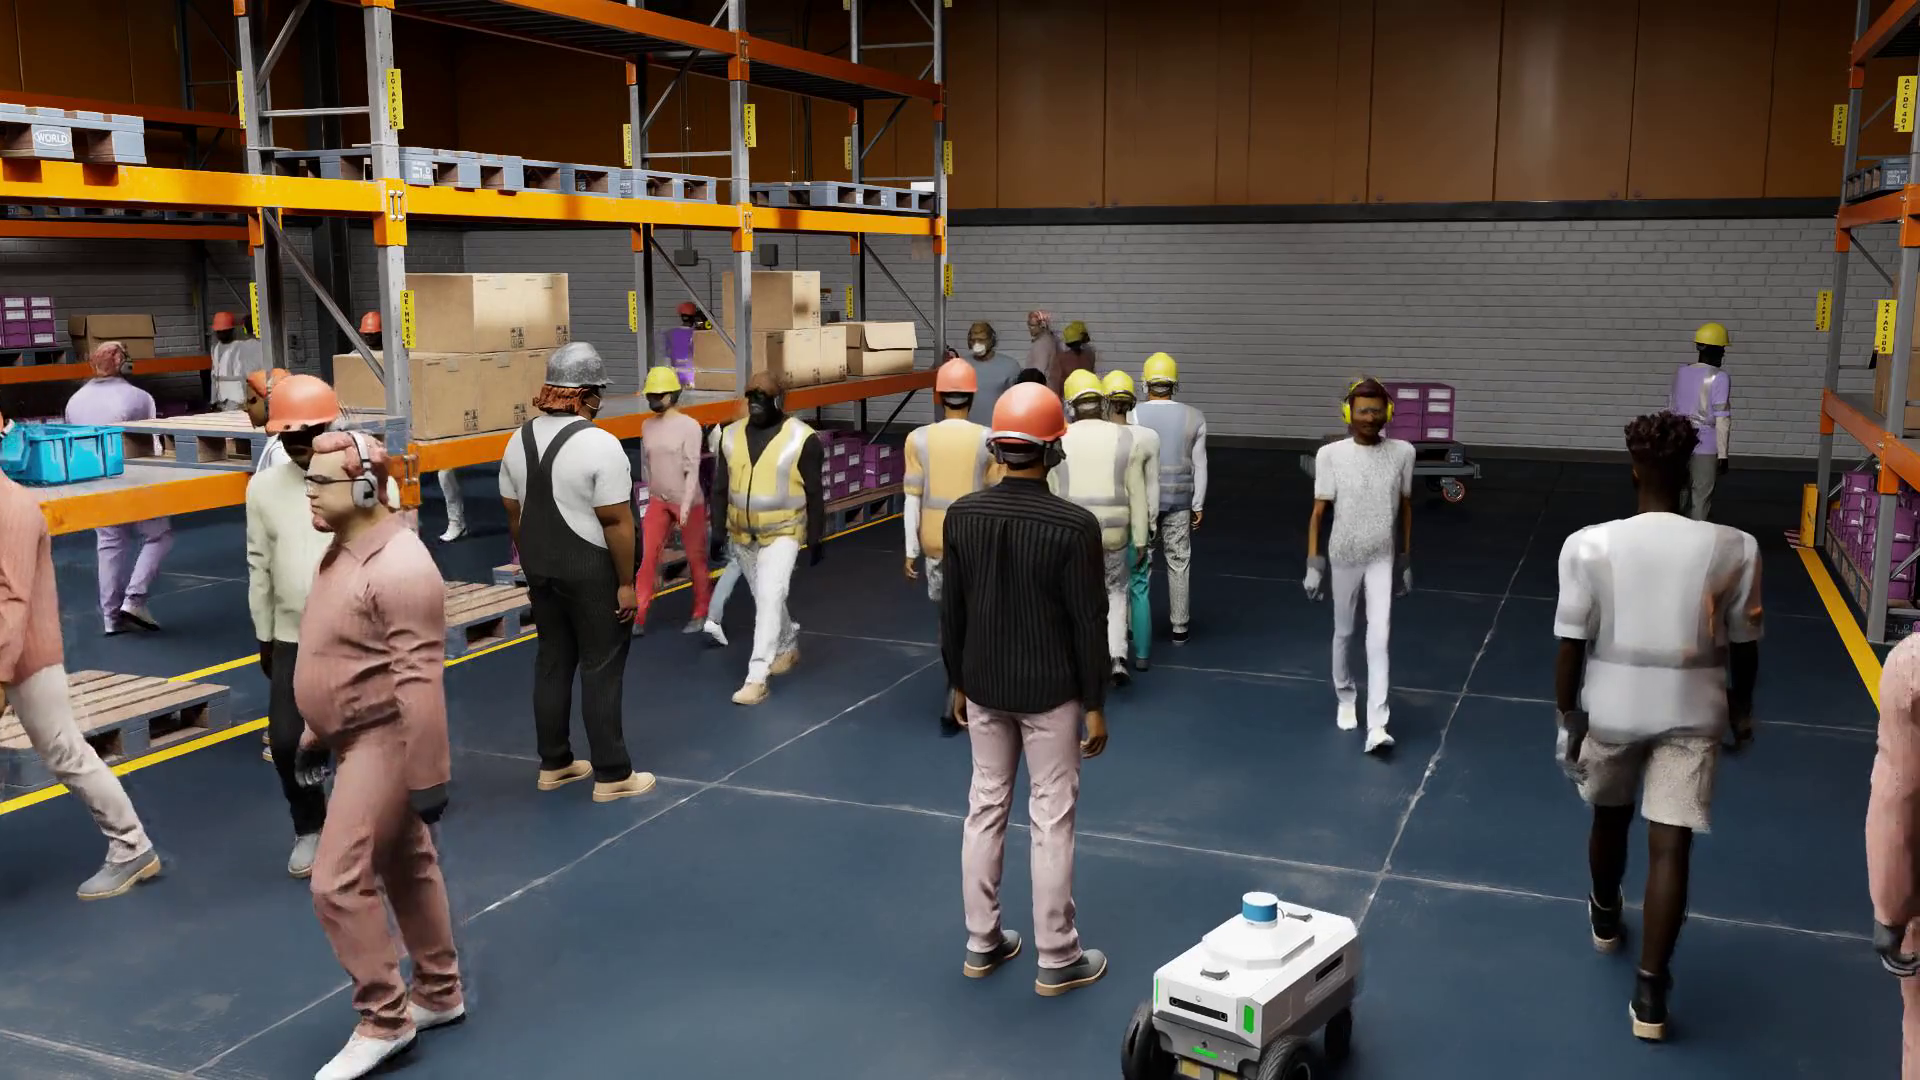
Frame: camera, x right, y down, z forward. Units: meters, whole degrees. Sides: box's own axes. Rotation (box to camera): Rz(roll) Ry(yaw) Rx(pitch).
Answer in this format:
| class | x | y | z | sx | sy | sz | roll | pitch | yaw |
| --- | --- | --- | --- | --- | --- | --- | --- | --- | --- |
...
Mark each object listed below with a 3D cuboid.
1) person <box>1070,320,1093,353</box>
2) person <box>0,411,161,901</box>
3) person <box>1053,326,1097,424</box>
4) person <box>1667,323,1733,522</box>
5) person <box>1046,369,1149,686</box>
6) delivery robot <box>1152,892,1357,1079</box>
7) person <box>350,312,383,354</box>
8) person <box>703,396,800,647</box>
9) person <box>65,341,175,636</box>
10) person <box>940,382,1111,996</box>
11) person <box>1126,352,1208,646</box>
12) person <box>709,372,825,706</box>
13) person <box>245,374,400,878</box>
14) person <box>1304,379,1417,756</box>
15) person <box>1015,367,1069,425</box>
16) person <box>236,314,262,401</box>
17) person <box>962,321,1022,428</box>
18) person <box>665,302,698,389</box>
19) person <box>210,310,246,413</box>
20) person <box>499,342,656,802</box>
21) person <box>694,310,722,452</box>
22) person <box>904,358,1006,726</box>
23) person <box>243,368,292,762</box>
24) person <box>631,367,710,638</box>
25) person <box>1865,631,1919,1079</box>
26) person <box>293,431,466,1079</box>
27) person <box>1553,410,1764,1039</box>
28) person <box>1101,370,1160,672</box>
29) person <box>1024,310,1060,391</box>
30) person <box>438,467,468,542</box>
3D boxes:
| class | x | y | z | sx | sy | sz | roll | pitch | yaw |
| --- | --- | --- | --- | --- | --- | --- | --- | --- | --- |
| person | 1.530 | -1.832 | 20.352 | 0.853 | 1.707 | 0.491 | 6 | 11 | 33 |
| person | -3.429 | 0.428 | 5.966 | 0.621 | 1.949 | 1.021 | 7 | 11 | 35 |
| person | 1.259 | -1.529 | 18.522 | 0.583 | 1.700 | 0.773 | -6 | 11 | -33 |
| person | 5.801 | -0.732 | 13.022 | 0.383 | 1.924 | 0.594 | -3 | 10 | -19 |
| person | 0.720 | -0.028 | 9.123 | 0.619 | 1.800 | 0.422 | 0 | 9 | 3 |
| delivery robot | 0.862 | 1.262 | 4.805 | 0.477 | 0.478 | 0.707 | 7 | 12 | 37 |
| person | -5.515 | -1.197 | 15.820 | 0.552 | 1.932 | 0.365 | -2 | 10 | -14 |
| person | -1.334 | -0.138 | 10.441 | 0.505 | 1.599 | 0.815 | 5 | 10 | 26 |
| person | -5.369 | -0.326 | 10.676 | 0.667 | 1.886 | 0.441 | 2 | 10 | 13 |
| person | 0.220 | 0.485 | 5.431 | 0.618 | 1.997 | 0.373 | 6 | 11 | 34 |
| person | 1.236 | -0.245 | 10.342 | 0.595 | 1.837 | 0.404 | 0 | 9 | 0 |
| person | -1.085 | -0.047 | 9.313 | 0.626 | 1.795 | 0.992 | 4 | 10 | 24 |
| person | -2.395 | 0.363 | 6.266 | 0.610 | 1.970 | 0.464 | 0 | 9 | -3 |
| person | 1.973 | 0.121 | 8.185 | 0.557 | 1.814 | 0.986 | 1 | 9 | 6 |
| person | 0.490 | -0.319 | 11.234 | 0.536 | 1.684 | 0.448 | 0 | 9 | 0 |
| person | -7.641 | -1.540 | 18.131 | 0.551 | 1.855 | 0.443 | 1 | 9 | 5 |
| person | 0.187 | -0.826 | 13.634 | 0.638 | 1.905 | 0.809 | 3 | 10 | 17 |
| person | -3.366 | -2.029 | 20.916 | 0.585 | 1.910 | 0.770 | 2 | 10 | 15 |
| person | -7.916 | -1.572 | 18.243 | 0.543 | 1.891 | 0.896 | 7 | 11 | 35 |
| person | -1.666 | 0.133 | 7.436 | 0.688 | 2.000 | 0.539 | 6 | 11 | 32 |
| person | -2.937 | -1.746 | 19.374 | 0.315 | 1.860 | 0.510 | -4 | 10 | -23 |
| person | -0.017 | -0.006 | 8.727 | 0.555 | 1.895 | 0.999 | 2 | 10 | 9 |
| person | -3.240 | 0.117 | 8.005 | 0.343 | 1.883 | 0.585 | -4 | 10 | -20 |
| person | -1.875 | -0.212 | 10.483 | 0.530 | 1.731 | 0.841 | 5 | 11 | 30 |
| person | 2.411 | 0.817 | 3.779 | 0.643 | 1.879 | 0.878 | 4 | 10 | 22 |
| person | -1.781 | 0.622 | 4.910 | 0.653 | 1.890 | 0.639 | -6 | 11 | -31 |
| person | 2.234 | 0.541 | 5.365 | 0.610 | 1.913 | 1.019 | 4 | 10 | 24 |
| person | 0.905 | -0.099 | 9.672 | 0.533 | 1.767 | 0.326 | -3 | 10 | -17 |
| person | 0.962 | -1.637 | 18.640 | 0.528 | 1.883 | 0.676 | 3 | 10 | 15 |
| person | -4.431 | -0.925 | 14.257 | 0.620 | 1.903 | 0.571 | 5 | 11 | 27 |
